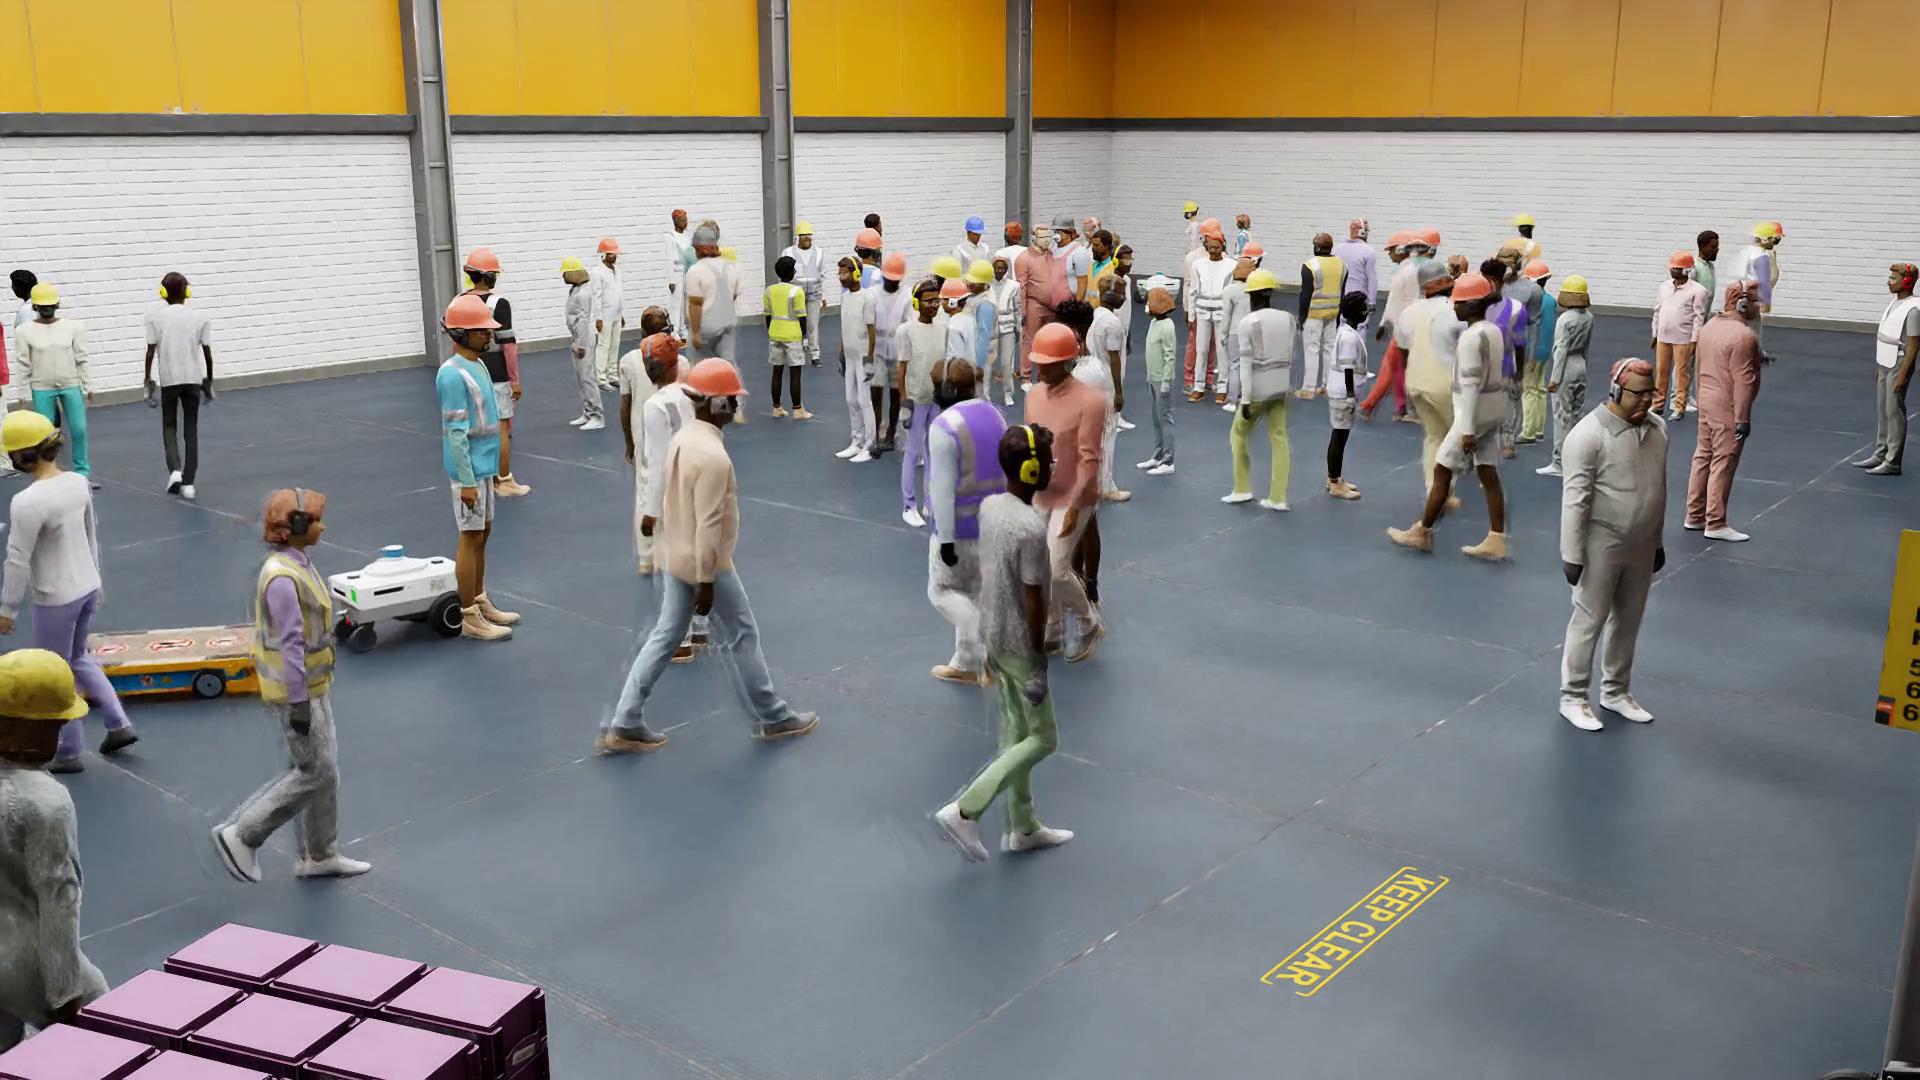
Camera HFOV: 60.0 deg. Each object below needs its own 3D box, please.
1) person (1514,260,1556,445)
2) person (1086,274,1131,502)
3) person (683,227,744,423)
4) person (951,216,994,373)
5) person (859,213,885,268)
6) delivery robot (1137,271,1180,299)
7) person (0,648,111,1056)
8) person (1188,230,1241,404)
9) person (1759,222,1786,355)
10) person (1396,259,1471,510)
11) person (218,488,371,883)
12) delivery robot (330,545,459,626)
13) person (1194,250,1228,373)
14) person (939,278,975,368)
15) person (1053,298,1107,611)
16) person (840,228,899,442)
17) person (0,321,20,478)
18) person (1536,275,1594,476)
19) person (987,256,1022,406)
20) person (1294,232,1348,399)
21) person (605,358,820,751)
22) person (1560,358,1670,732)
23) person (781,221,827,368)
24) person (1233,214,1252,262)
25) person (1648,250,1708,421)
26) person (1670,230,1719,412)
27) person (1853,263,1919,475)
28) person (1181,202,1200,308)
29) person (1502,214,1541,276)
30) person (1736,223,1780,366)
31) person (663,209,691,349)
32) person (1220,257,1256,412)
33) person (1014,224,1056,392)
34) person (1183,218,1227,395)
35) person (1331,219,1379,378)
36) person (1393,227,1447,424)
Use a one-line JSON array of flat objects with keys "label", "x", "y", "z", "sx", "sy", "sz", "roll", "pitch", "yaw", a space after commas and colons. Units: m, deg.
[{"label": "person", "x": 5.452, "y": -1.786, "z": 15.893, "sx": 0.342, "sy": 1.748, "sz": 0.573, "roll": 11, "pitch": 18, "yaw": 38}, {"label": "person", "x": 1.188, "y": -1.232, "z": 13.506, "sx": 0.331, "sy": 1.838, "sz": 0.520, "roll": -5, "pitch": 15, "yaw": -20}, {"label": "person", "x": -2.616, "y": -2.233, "z": 17.095, "sx": 0.933, "sy": 2.000, "sz": 0.692, "roll": 11, "pitch": 18, "yaw": 38}, {"label": "person", "x": 0.158, "y": -2.983, "z": 20.323, "sx": 0.621, "sy": 1.932, "sz": 0.420, "roll": -13, "pitch": 19, "yaw": -42}, {"label": "person", "x": -1.104, "y": -3.156, "z": 21.028, "sx": 0.388, "sy": 1.922, "sz": 0.592, "roll": -6, "pitch": 15, "yaw": -22}, {"label": "delivery robot", "x": 3.377, "y": -4.327, "z": 28.287, "sx": 0.707, "sy": 0.478, "sz": 0.477, "roll": -6, "pitch": 15, "yaw": -23}, {"label": "person", "x": -2.435, "y": 1.094, "z": 4.479, "sx": 0.514, "sy": 1.687, "sz": 0.773, "roll": 6, "pitch": 15, "yaw": 22}, {"label": "person", "x": 2.776, "y": -2.435, "z": 18.215, "sx": 0.583, "sy": 1.885, "sz": 0.338, "roll": 6, "pitch": 15, "yaw": 23}, {"label": "person", "x": 10.691, "y": -3.333, "z": 22.076, "sx": 0.343, "sy": 1.749, "sz": 0.571, "roll": 7, "pitch": 16, "yaw": 25}, {"label": "person", "x": 3.806, "y": -1.235, "z": 13.107, "sx": 0.539, "sy": 2.000, "sz": 0.716, "roll": -8, "pitch": 16, "yaw": -30}, {"label": "person", "x": -2.684, "y": 0.600, "z": 6.615, "sx": 0.459, "sy": 1.616, "sz": 0.538, "roll": -3, "pitch": 14, "yaw": -13}, {"label": "delivery robot", "x": -3.350, "y": 0.276, "z": 9.896, "sx": 0.707, "sy": 0.478, "sz": 0.477, "roll": -12, "pitch": 19, "yaw": -41}, {"label": "person", "x": 3.129, "y": -2.875, "z": 20.487, "sx": 0.498, "sy": 1.633, "sz": 0.278, "roll": 13, "pitch": 19, "yaw": 43}, {"label": "person", "x": -0.048, "y": -1.329, "z": 14.065, "sx": 0.330, "sy": 1.750, "sz": 0.572, "roll": 2, "pitch": 14, "yaw": 9}, {"label": "person", "x": 0.731, "y": -0.536, "z": 10.465, "sx": 0.373, "sy": 1.966, "sz": 0.607, "roll": -3, "pitch": 14, "yaw": -11}, {"label": "person", "x": -0.858, "y": -1.961, "z": 15.995, "sx": 0.615, "sy": 2.047, "sz": 0.361, "roll": 10, "pitch": 17, "yaw": 35}, {"label": "person", "x": -8.444, "y": -1.402, "z": 14.393, "sx": 0.576, "sy": 1.737, "sz": 0.355, "roll": 12, "pitch": 19, "yaw": 40}, {"label": "person", "x": 5.287, "y": -1.431, "z": 14.495, "sx": 0.493, "sy": 1.743, "sz": 0.295, "roll": -12, "pitch": 18, "yaw": -39}, {"label": "person", "x": 0.402, "y": -2.264, "z": 18.063, "sx": 0.523, "sy": 1.631, "sz": 0.314, "roll": 0, "pitch": 14, "yaw": 0}, {"label": "person", "x": 4.001, "y": -2.496, "z": 18.549, "sx": 0.633, "sy": 1.842, "sz": 0.429, "roll": -8, "pitch": 16, "yaw": -29}, {"label": "person", "x": -1.266, "y": 0.087, "z": 8.061, "sx": 1.064, "sy": 1.938, "sz": 0.624, "roll": -8, "pitch": 16, "yaw": -29}, {"label": "person", "x": 3.307, "y": 0.024, "z": 8.384, "sx": 0.654, "sy": 1.895, "sz": 0.401, "roll": -7, "pitch": 16, "yaw": -26}, {"label": "person", "x": -1.947, "y": -3.067, "z": 20.842, "sx": 0.590, "sy": 1.837, "sz": 0.404, "roll": -4, "pitch": 15, "yaw": -16}, {"label": "person", "x": 4.442, "y": -4.285, "z": 26.108, "sx": 0.312, "sy": 1.639, "sz": 0.518, "roll": 5, "pitch": 15, "yaw": 20}, {"label": "person", "x": 7.385, "y": -2.109, "z": 17.189, "sx": 0.323, "sy": 1.750, "sz": 0.561, "roll": -9, "pitch": 16, "yaw": -31}, {"label": "person", "x": 7.856, "y": -2.345, "z": 17.793, "sx": 0.372, "sy": 1.916, "sz": 0.596, "roll": 12, "pitch": 18, "yaw": 39}, {"label": "person", "x": 8.165, "y": -1.485, "z": 14.502, "sx": 0.379, "sy": 1.844, "sz": 0.570, "roll": 3, "pitch": 14, "yaw": 11}, {"label": "person", "x": 3.836, "y": -4.738, "z": 27.687, "sx": 0.339, "sy": 1.761, "sz": 0.524, "roll": 1, "pitch": 14, "yaw": 2}, {"label": "person", "x": 7.290, "y": -3.309, "z": 21.750, "sx": 0.941, "sy": 1.875, "sz": 0.613, "roll": -11, "pitch": 18, "yaw": -37}, {"label": "person", "x": 10.020, "y": -3.056, "z": 20.851, "sx": 0.816, "sy": 1.807, "sz": 0.631, "roll": 2, "pitch": 14, "yaw": 8}, {"label": "person", "x": -3.826, "y": -3.577, "z": 22.786, "sx": 0.340, "sy": 1.882, "sz": 0.585, "roll": 5, "pitch": 15, "yaw": 20}, {"label": "person", "x": 3.016, "y": -2.179, "z": 17.700, "sx": 0.501, "sy": 1.636, "sz": 0.279, "roll": -2, "pitch": 14, "yaw": -6}, {"label": "person", "x": 0.920, "y": -2.635, "z": 18.974, "sx": 0.655, "sy": 1.906, "sz": 0.407, "roll": -12, "pitch": 18, "yaw": -40}, {"label": "person", "x": 2.783, "y": -2.625, "z": 18.782, "sx": 0.622, "sy": 1.987, "sz": 0.406, "roll": -10, "pitch": 17, "yaw": -34}, {"label": "person", "x": 4.771, "y": -2.906, "z": 20.064, "sx": 0.407, "sy": 1.906, "sz": 0.641, "roll": -12, "pitch": 18, "yaw": -40}, {"label": "person", "x": 4.716, "y": -2.192, "z": 17.025, "sx": 0.396, "sy": 1.992, "sz": 0.622, "roll": -13, "pitch": 19, "yaw": -41}]
